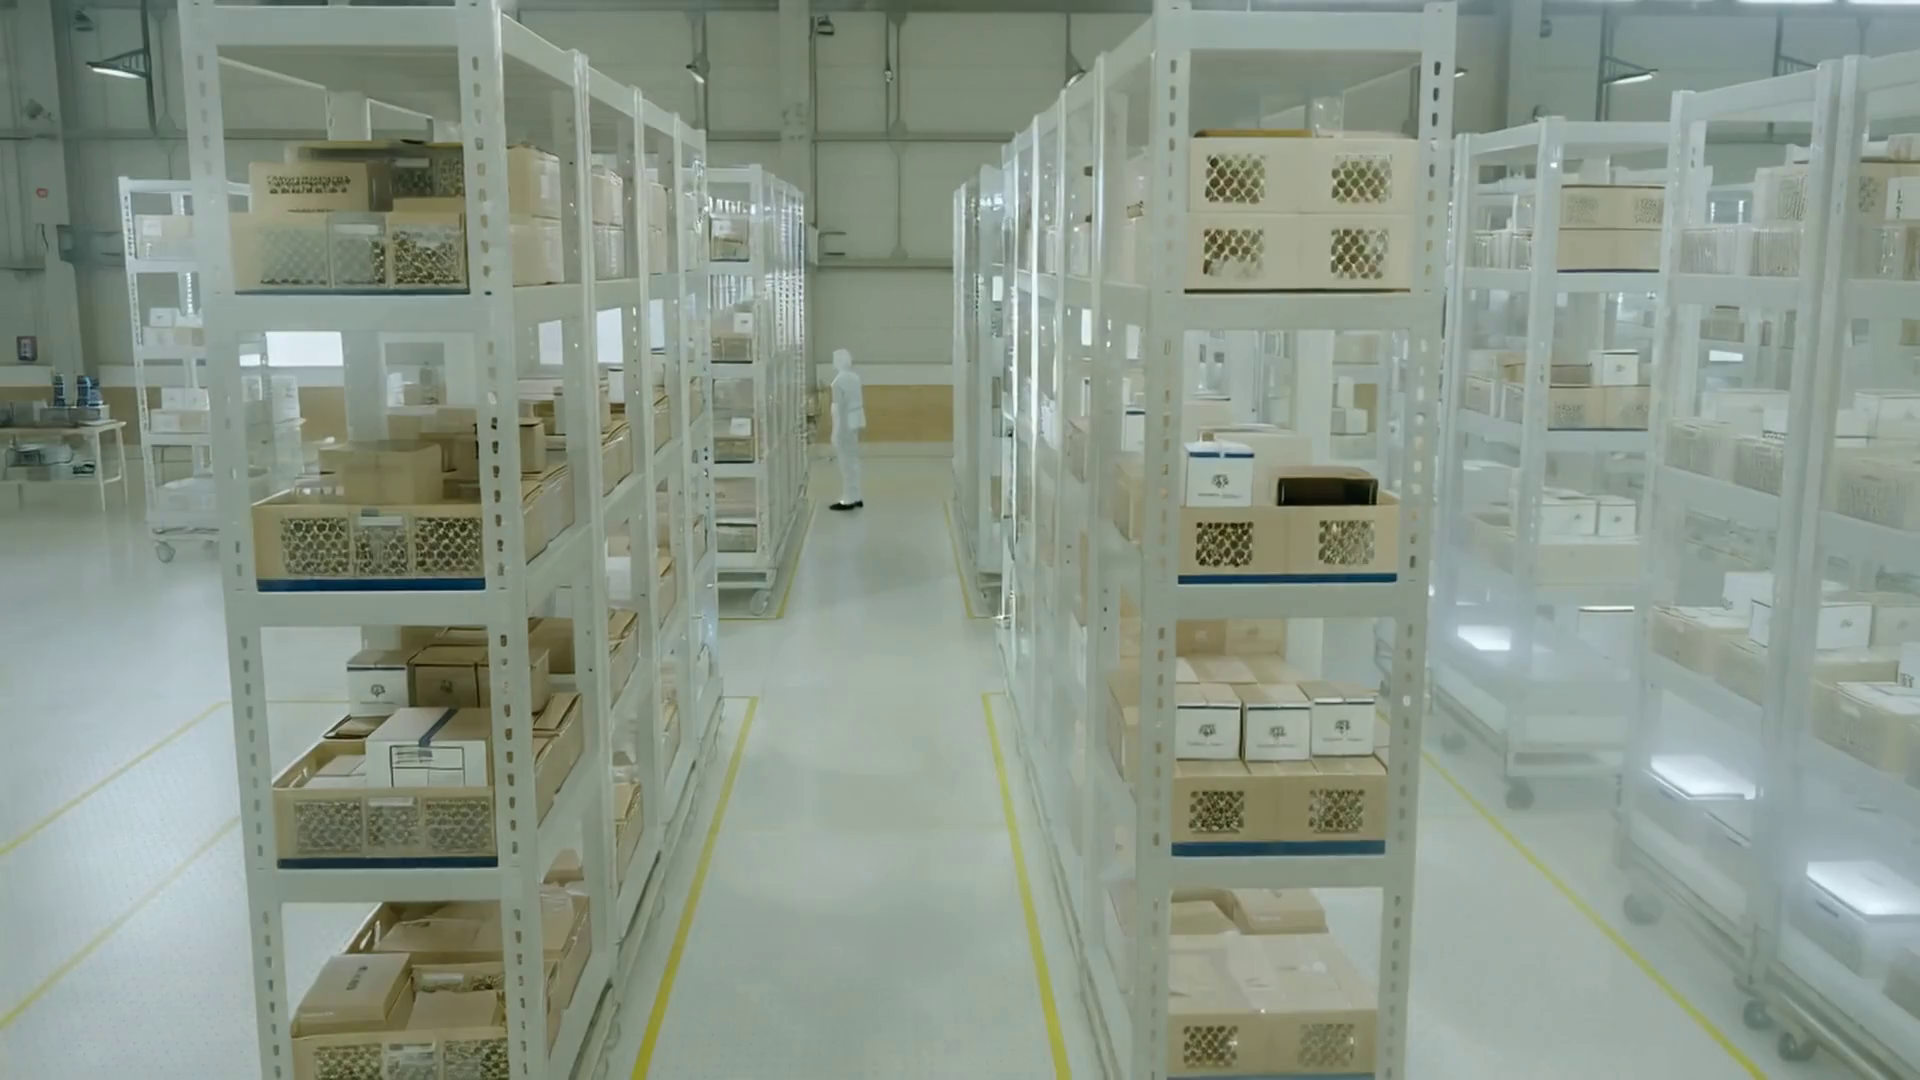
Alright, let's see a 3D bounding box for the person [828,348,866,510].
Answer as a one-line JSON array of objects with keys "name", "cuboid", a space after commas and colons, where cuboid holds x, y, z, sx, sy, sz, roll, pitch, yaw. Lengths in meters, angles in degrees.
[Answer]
[{"name": "person", "cuboid": [-1.278, -1.256, 18.932, 0.389, 1.837, 0.560, 4, 11, 21]}]
